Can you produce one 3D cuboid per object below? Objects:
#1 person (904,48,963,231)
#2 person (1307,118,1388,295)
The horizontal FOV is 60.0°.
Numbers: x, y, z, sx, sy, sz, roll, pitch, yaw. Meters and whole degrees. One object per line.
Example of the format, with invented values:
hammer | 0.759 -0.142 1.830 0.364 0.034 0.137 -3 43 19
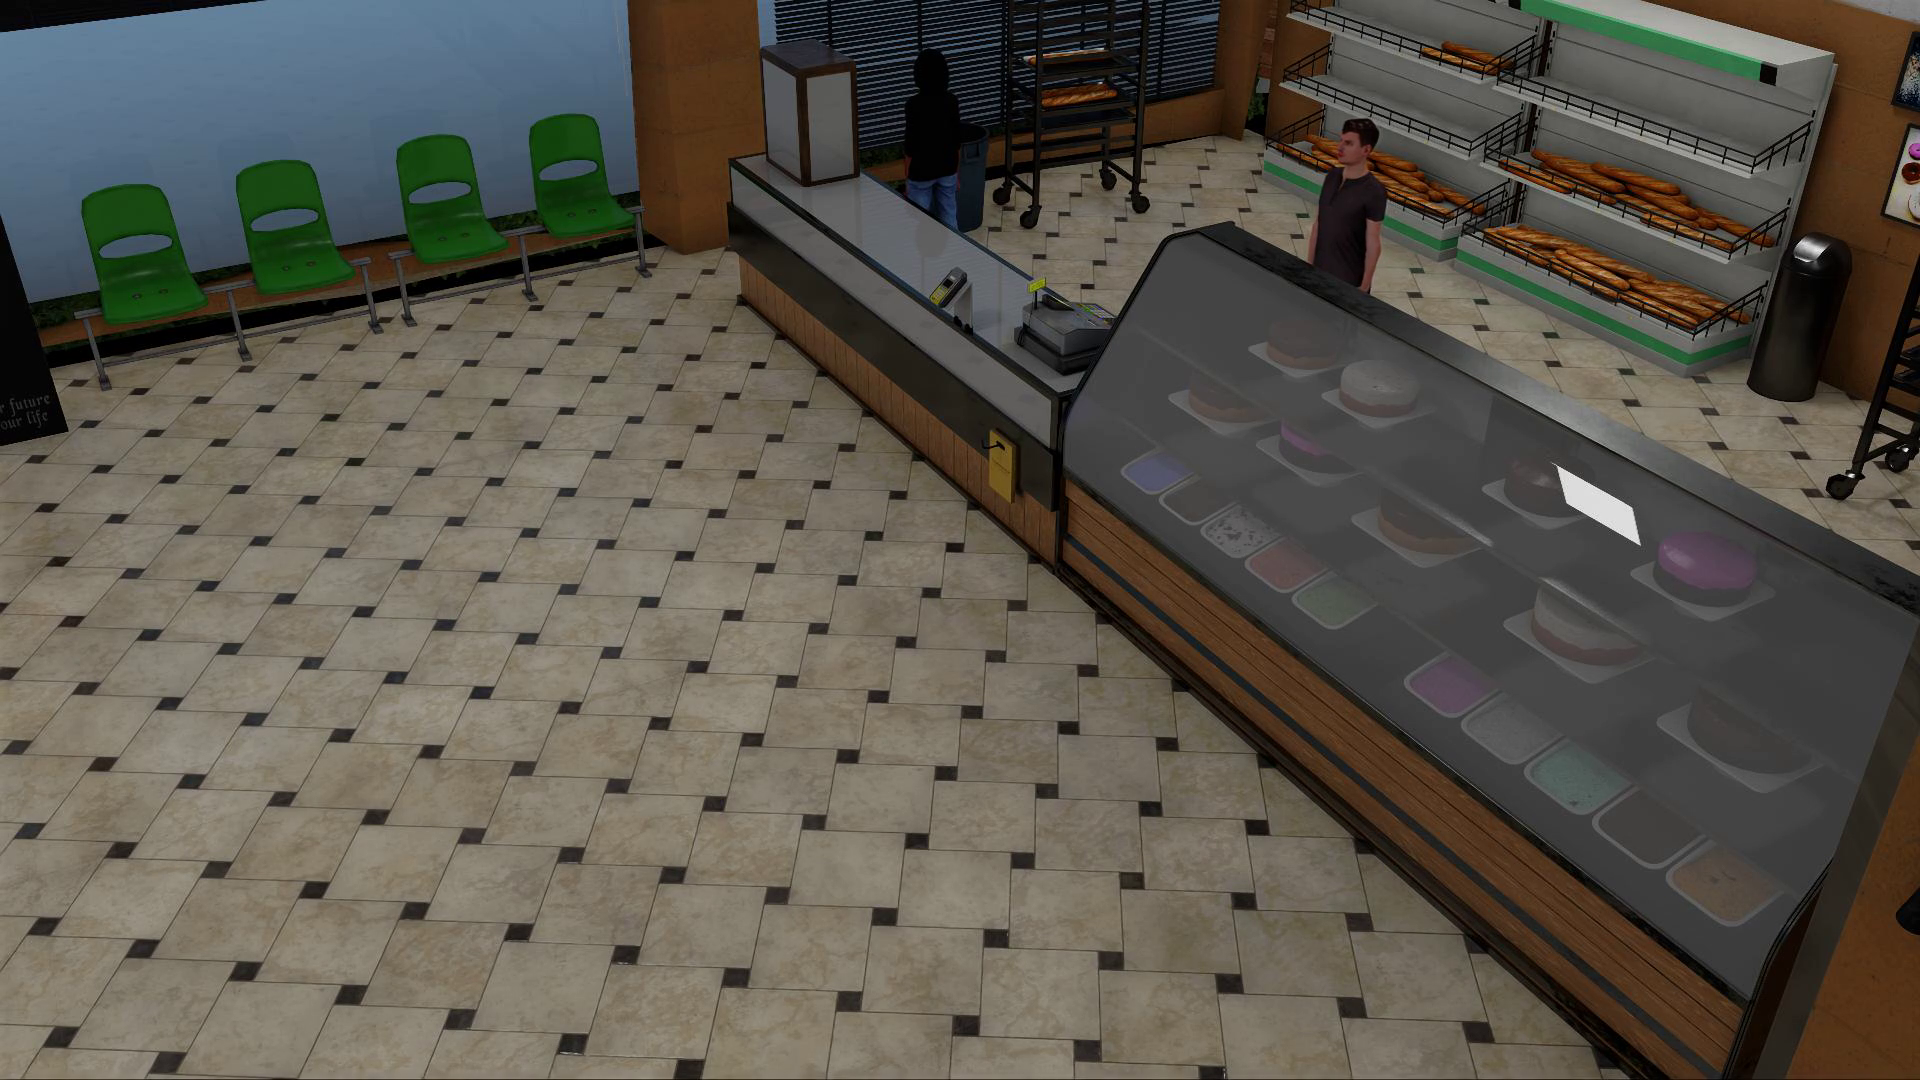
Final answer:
person | -0.183 -2.395 10.983 0.511 1.702 0.649 -12 34 -19
person | 2.138 -1.457 9.334 0.517 1.853 0.646 -17 36 -25
